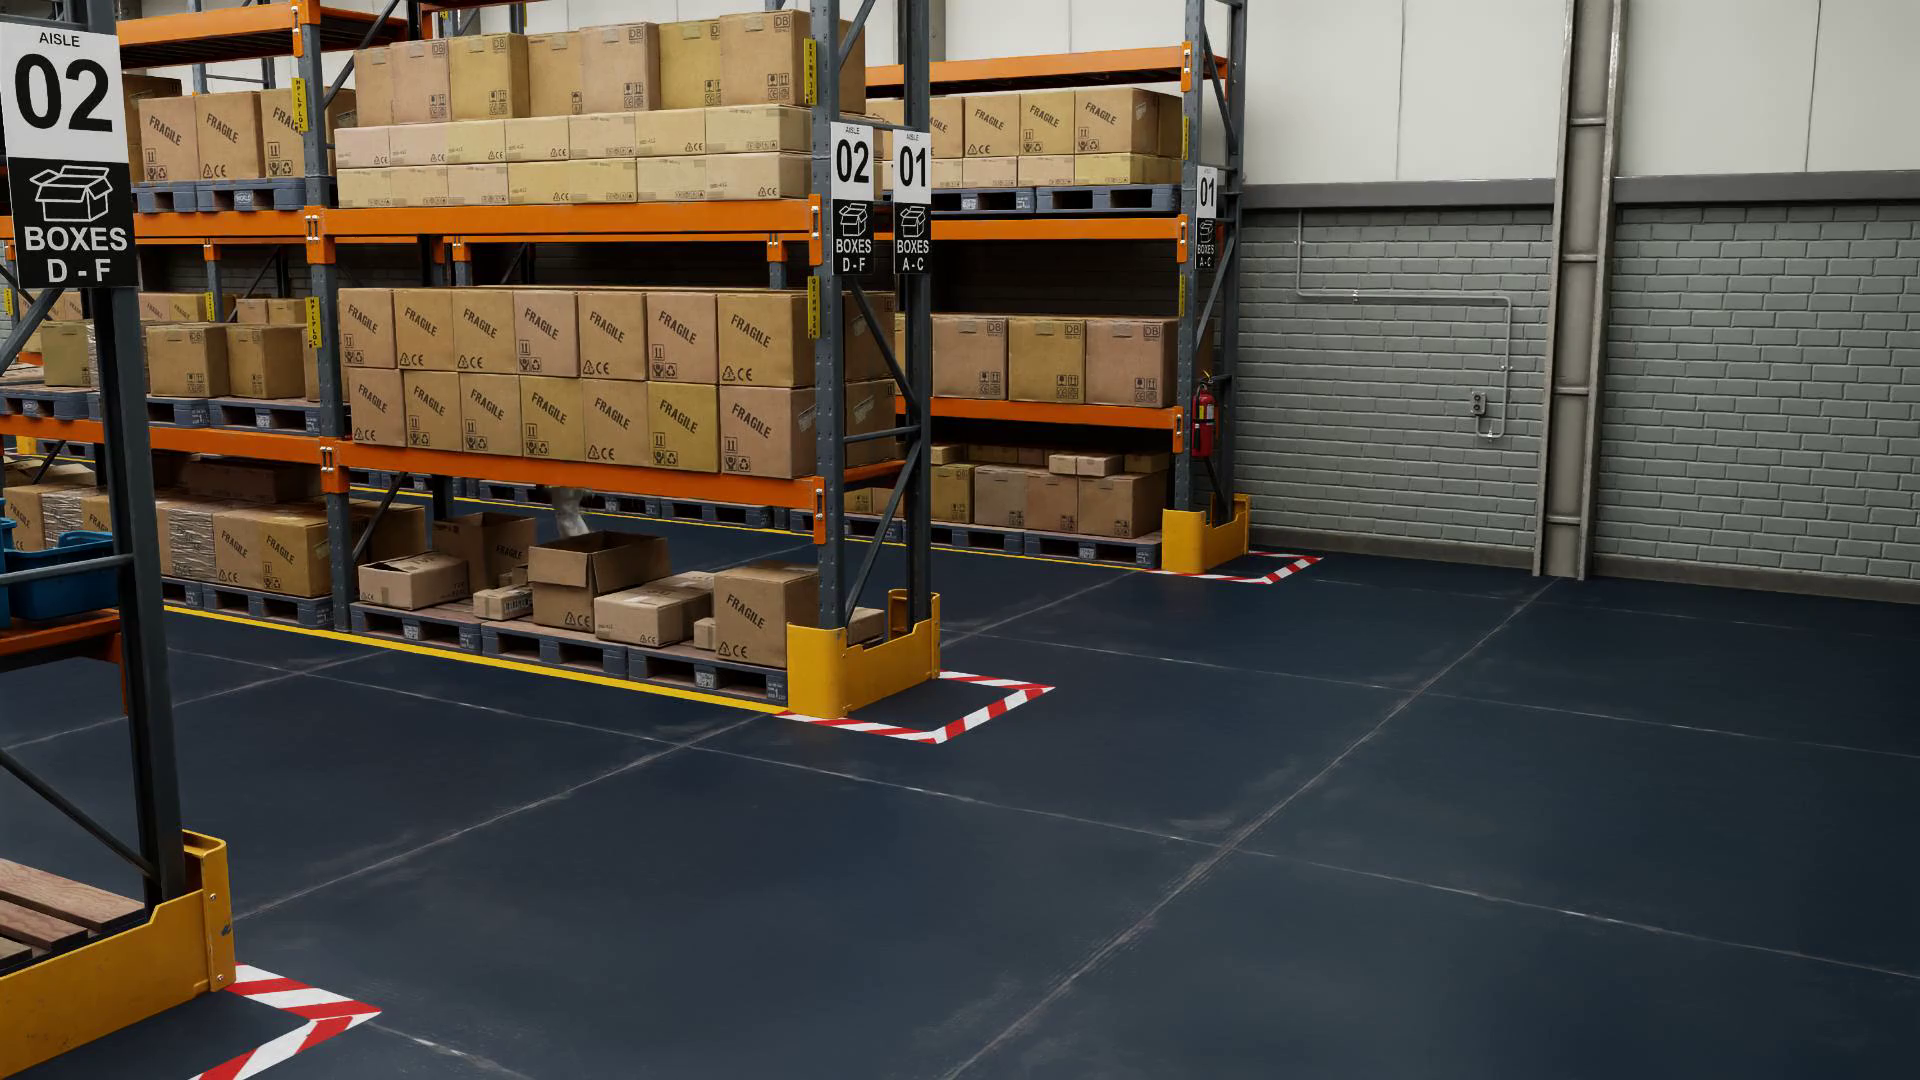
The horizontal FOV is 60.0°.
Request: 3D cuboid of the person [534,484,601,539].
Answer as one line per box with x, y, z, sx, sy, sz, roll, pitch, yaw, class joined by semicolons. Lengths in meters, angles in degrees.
-2.936;-0.508;12.412;0.412;1.868;0.596;5;11;28;person
